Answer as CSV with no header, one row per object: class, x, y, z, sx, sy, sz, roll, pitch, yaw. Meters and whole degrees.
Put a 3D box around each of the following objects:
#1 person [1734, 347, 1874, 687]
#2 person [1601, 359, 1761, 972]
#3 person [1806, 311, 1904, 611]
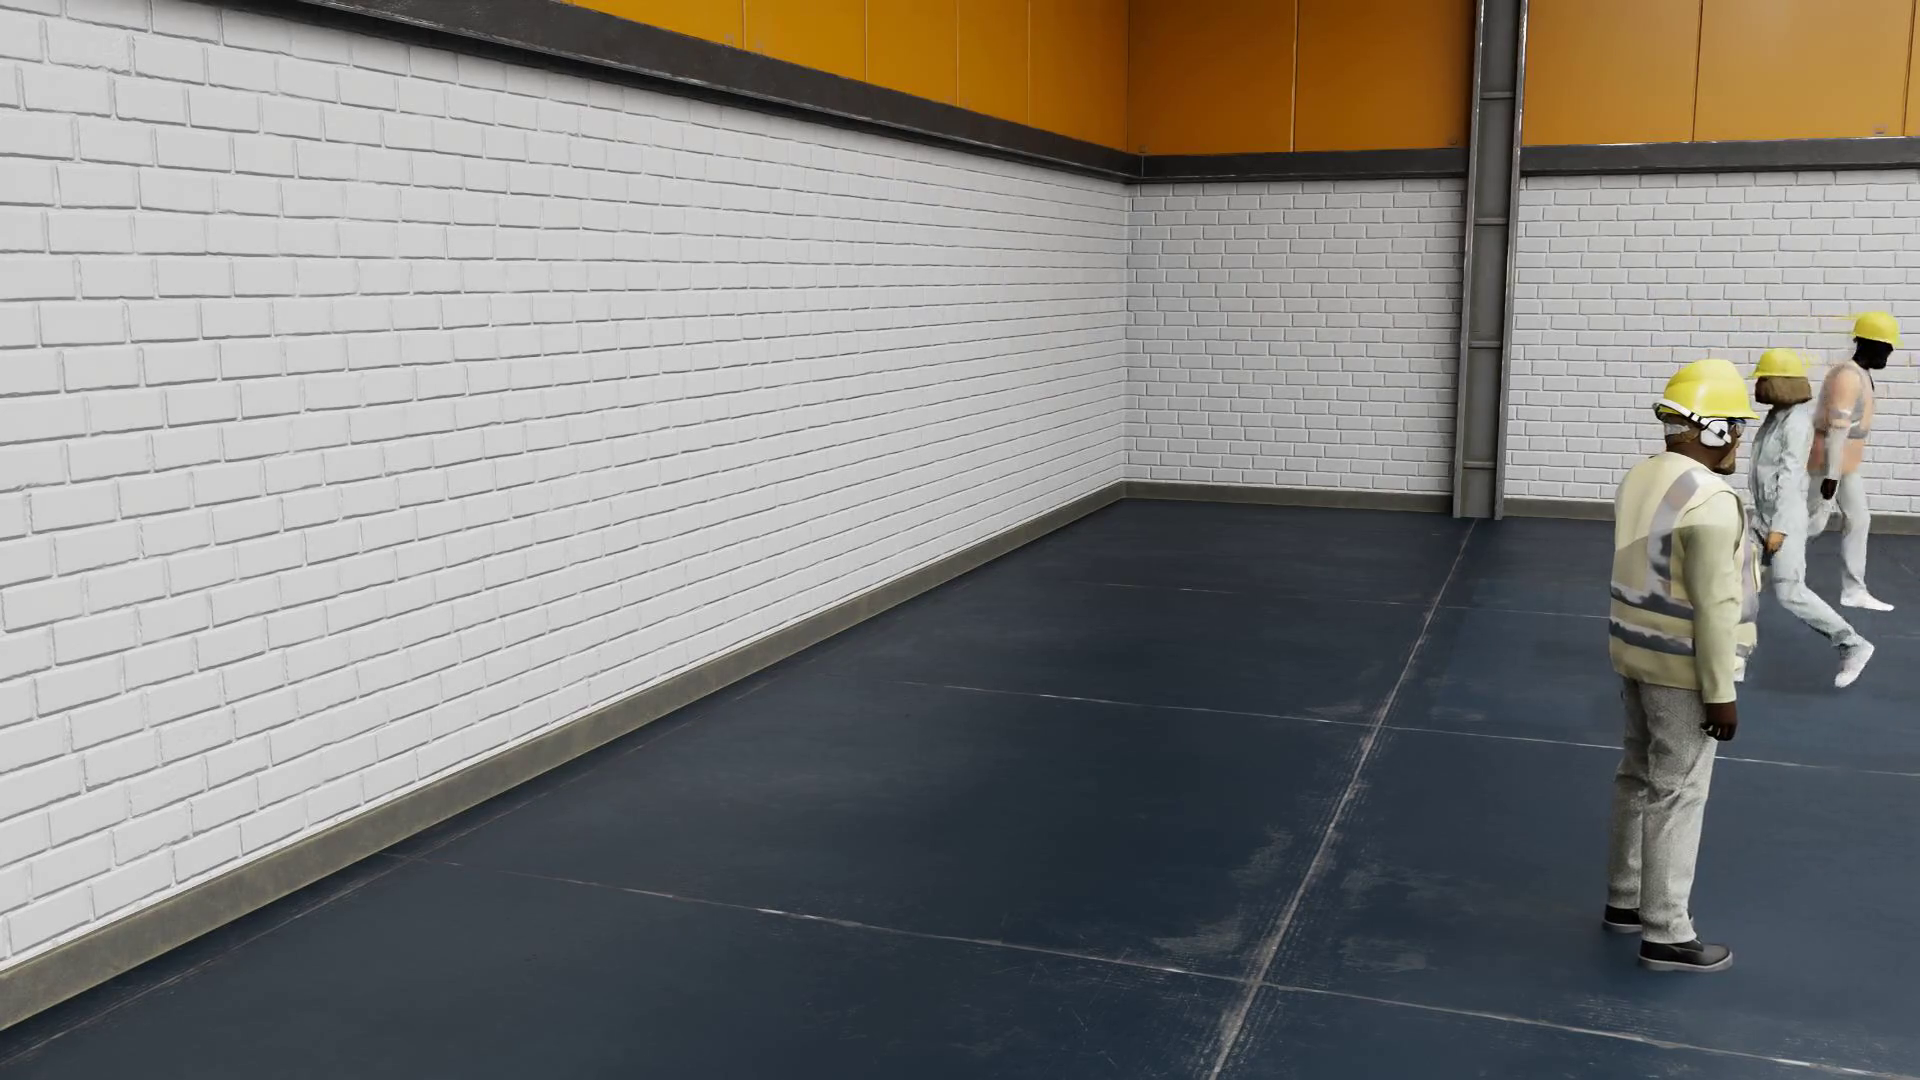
person,4.154,-0.101,8.310,0.762,1.717,0.489,1,9,7
person,2.172,0.372,5.020,0.403,1.825,0.596,0,9,0
person,5.379,-0.505,10.422,0.892,1.871,0.600,8,12,39
